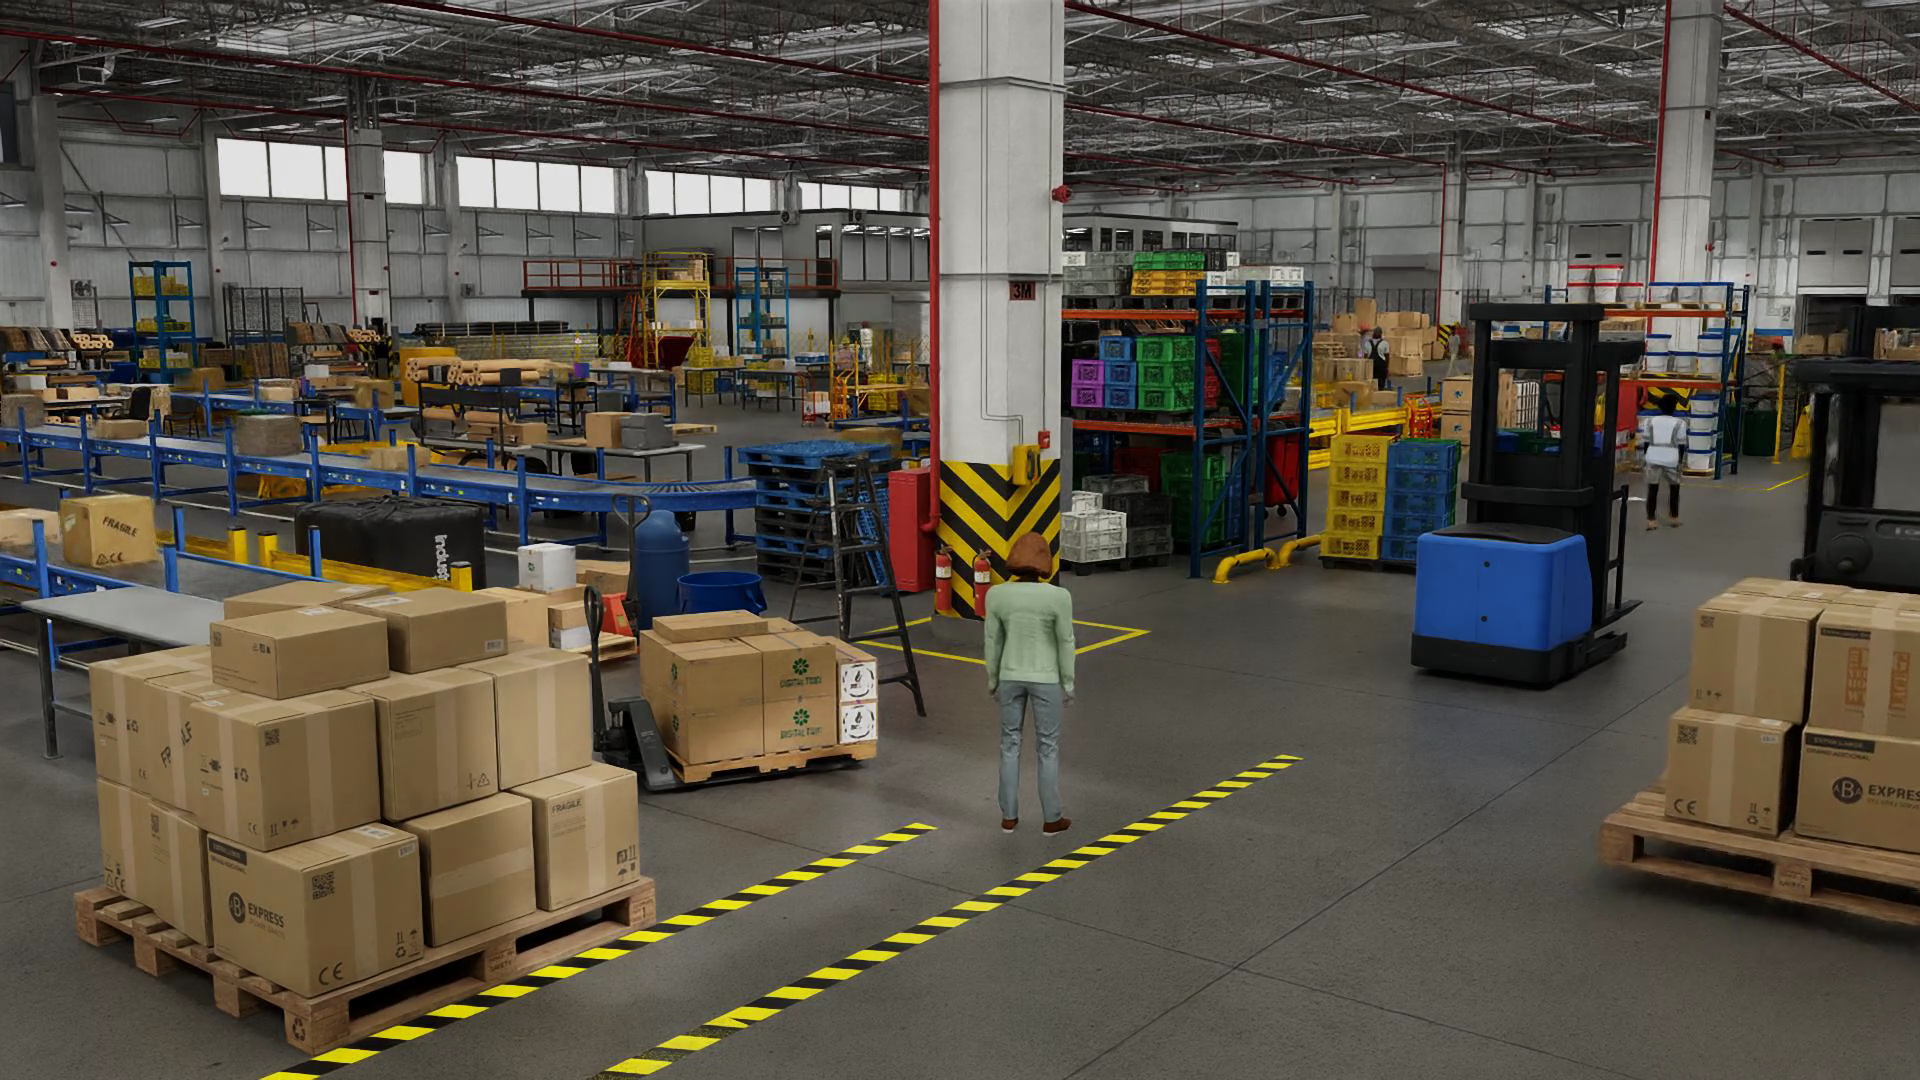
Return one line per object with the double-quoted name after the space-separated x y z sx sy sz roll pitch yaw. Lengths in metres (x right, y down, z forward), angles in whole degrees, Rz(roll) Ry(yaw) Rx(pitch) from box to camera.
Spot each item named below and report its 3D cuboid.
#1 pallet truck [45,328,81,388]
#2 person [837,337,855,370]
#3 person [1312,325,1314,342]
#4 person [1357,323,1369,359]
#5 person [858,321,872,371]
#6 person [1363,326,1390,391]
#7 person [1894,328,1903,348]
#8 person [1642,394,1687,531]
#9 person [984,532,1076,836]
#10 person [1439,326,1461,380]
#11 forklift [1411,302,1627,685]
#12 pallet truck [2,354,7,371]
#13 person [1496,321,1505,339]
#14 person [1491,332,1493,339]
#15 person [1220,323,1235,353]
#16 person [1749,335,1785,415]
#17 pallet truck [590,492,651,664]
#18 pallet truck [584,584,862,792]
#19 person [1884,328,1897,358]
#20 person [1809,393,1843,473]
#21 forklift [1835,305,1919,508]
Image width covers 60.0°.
-23.775 -4.544 43.495 1.885 1.965 0.823 6 10 35 "pallet truck"
-2.949 -4.394 43.259 0.530 1.767 0.328 3 9 21 "person"
16.838 -9.977 80.315 1.017 1.939 0.641 0 8 -2 "person"
12.209 -5.523 50.069 0.941 2.011 0.608 0 8 3 "person"
-3.592 -7.196 61.843 0.614 1.853 0.866 -8 11 -42 "person"
10.894 -4.547 43.365 0.682 2.000 0.537 6 10 35 "person"
33.801 -6.846 59.924 0.509 1.723 0.390 -4 10 -28 "person"
8.679 -0.961 20.458 0.542 1.662 0.805 6 10 36 "person"
0.377 0.768 8.900 0.497 1.633 0.278 3 9 19 "person"
16.092 -6.089 54.511 0.959 1.824 0.515 -3 9 -20 "person"
4.379 -0.438 12.852 1.129 2.768 1.873 7 11 37 "forklift"
-24.881 -4.417 42.634 1.885 1.965 0.823 8 11 41 "pallet truck"
25.904 -9.837 79.603 0.625 1.872 0.957 -4 9 -23 "person"
18.147 -6.511 57.335 0.431 1.835 0.654 4 9 25 "person"
9.856 -7.139 61.609 0.659 1.808 0.906 -4 9 -26 "person"
18.960 -3.829 38.948 0.685 1.921 0.569 3 9 19 "person"
-3.115 0.344 12.883 0.653 1.274 1.630 7 11 37 "pallet truck"
-1.426 0.805 10.019 1.601 1.201 0.680 -4 9 -26 "pallet truck"
33.224 -6.866 59.437 0.405 1.917 0.584 0 8 2 "person"
13.959 -1.965 26.705 0.618 1.814 0.427 7 11 38 "person"
5.682 0.006 9.859 1.129 2.768 1.873 6 11 37 "forklift"
